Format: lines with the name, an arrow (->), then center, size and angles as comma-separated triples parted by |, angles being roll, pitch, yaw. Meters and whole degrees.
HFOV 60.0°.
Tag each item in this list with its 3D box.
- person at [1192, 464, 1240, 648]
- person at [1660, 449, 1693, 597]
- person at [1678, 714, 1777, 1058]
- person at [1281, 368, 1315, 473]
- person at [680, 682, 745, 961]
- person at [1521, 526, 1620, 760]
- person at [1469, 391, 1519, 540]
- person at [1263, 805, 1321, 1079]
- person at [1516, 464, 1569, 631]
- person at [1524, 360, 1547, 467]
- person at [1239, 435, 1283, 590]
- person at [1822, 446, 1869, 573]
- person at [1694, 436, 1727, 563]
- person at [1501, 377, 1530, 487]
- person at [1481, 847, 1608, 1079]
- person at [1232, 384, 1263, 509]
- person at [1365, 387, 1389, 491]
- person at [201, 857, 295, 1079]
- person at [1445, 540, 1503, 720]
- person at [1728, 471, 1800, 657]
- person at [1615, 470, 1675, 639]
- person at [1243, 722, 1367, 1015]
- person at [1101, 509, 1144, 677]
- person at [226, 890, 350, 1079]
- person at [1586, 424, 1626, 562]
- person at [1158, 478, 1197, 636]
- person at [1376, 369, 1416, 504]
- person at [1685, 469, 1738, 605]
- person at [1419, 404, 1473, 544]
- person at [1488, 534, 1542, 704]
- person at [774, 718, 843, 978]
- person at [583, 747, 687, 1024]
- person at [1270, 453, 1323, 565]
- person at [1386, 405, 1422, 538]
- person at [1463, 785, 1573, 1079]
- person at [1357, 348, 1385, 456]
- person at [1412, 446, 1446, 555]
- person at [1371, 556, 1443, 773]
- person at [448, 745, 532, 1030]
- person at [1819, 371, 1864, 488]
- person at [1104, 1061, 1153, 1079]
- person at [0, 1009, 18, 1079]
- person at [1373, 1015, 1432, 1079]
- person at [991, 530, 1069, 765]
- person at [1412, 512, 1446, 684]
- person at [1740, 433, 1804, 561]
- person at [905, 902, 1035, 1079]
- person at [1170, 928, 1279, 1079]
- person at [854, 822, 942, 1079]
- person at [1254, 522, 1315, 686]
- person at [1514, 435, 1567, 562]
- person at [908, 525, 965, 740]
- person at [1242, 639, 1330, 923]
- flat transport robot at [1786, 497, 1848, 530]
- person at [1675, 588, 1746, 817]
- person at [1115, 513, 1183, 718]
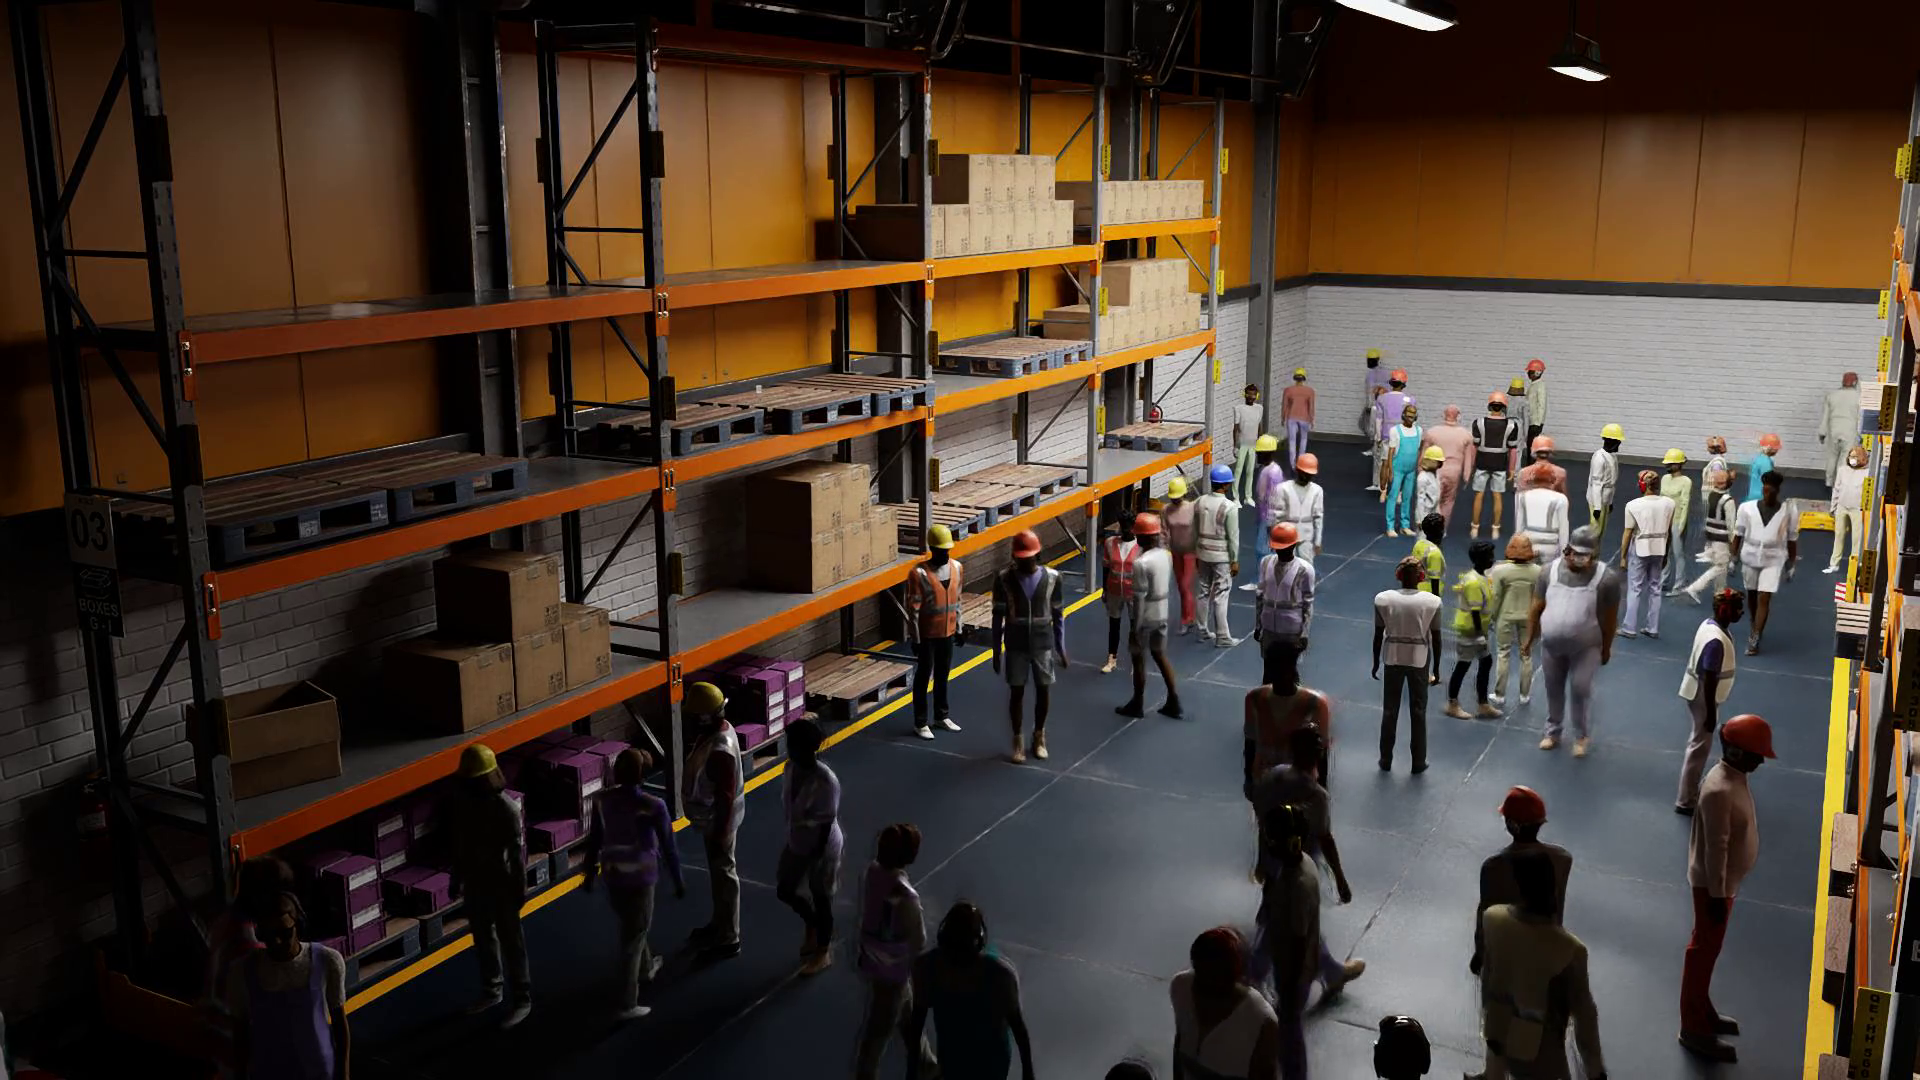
person -> 2.710, 0.166, 17.571 | 0.399, 1.949, 0.605 | -9, 16, -35
person -> 8.420, -0.209, 19.685 | 0.337, 1.762, 0.522 | -3, 13, -14
person -> 4.374, 1.946, 9.524 | 0.396, 1.985, 0.608 | 7, 14, 29
person -> 5.661, -2.027, 27.876 | 0.543, 1.726, 0.868 | 3, 13, 13
person -> -1.578, 1.780, 10.630 | 0.403, 1.824, 0.586 | -3, 13, -12
person -> 5.212, 0.855, 14.281 | 0.711, 2.000, 0.641 | 9, 16, 36
person -> 7.251, -1.011, 22.666 | 0.619, 2.028, 0.409 | 4, 13, 16
person -> 1.676, 2.232, 8.534 | 0.334, 1.860, 0.509 | 2, 13, 8
person -> 6.312, 0.100, 18.055 | 0.440, 1.866, 0.626 | -11, 17, -41
person -> 9.210, -1.904, 26.757 | 0.393, 1.986, 0.611 | 1, 13, 4
person -> 3.691, -0.308, 19.777 | 0.596, 1.914, 0.600 | 0, 13, 2
person -> 11.039, -0.354, 20.611 | 0.279, 1.634, 0.498 | -9, 15, -35
person -> 9.668, -0.523, 21.356 | 0.309, 1.640, 0.512 | 6, 14, 24
person -> 8.807, -1.716, 26.462 | 0.493, 1.743, 0.310 | 9, 15, 35
person -> 2.719, 2.373, 7.838 | 0.494, 1.881, 0.640 | -4, 13, -19
person -> 4.298, -1.404, 24.800 | 0.520, 1.864, 0.333 | -5, 14, -21
person -> 6.592, -1.591, 26.132 | 0.515, 1.641, 0.314 | -12, 17, -43
person -> -3.374, 2.389, 7.961 | 0.480, 1.810, 0.664 | -5, 13, -21
person -> 4.720, 0.832, 15.191 | 0.500, 1.680, 0.610 | 7, 14, 29
person -> 8.463, 0.201, 17.506 | 0.646, 1.924, 0.967 | 9, 15, 35
person -> 7.351, 0.169, 17.821 | 0.559, 1.836, 0.394 | -2, 13, -9
person -> 2.072, 1.958, 9.905 | 0.963, 1.782, 0.540 | -4, 13, -19
person -> 1.650, 0.521, 16.550 | 0.533, 1.698, 0.318 | 5, 13, 21
person -> -3.023, 2.456, 7.557 | 0.506, 1.846, 0.344 | -5, 13, -20
person -> 7.982, -0.495, 20.618 | 0.403, 1.919, 0.581 | 8, 15, 33
person -> 2.392, 0.170, 18.042 | 0.545, 1.714, 0.675 | 10, 16, 37
person -> 6.568, -1.562, 25.096 | 0.607, 2.044, 0.371 | 7, 14, 29
person -> 8.726, -0.021, 19.175 | 0.623, 1.620, 0.532 | 0, 13, 0
person -> 6.557, -0.893, 22.469 | 0.673, 1.882, 0.801 | 2, 13, 11
person -> 5.234, 0.748, 15.670 | 0.507, 1.636, 0.273 | 1, 13, 4
person -> -0.942, 1.915, 10.352 | 0.533, 1.679, 0.380 | 12, 17, 43
person -> -1.942, 2.027, 10.024 | 0.608, 1.594, 0.824 | 5, 14, 21
person -> 3.741, -0.015, 18.453 | 0.565, 1.921, 0.434 | -2, 13, -7
person -> 6.096, -0.946, 22.805 | 0.507, 1.838, 0.351 | -4, 13, -17
person -> 3.017, 2.171, 9.031 | 0.563, 1.755, 0.320 | -5, 13, -21
person -> 7.220, -2.403, 29.154 | 0.424, 1.908, 0.627 | 8, 15, 32
person -> 5.646, -0.274, 20.033 | 0.332, 1.736, 0.492 | 8, 15, 33
person -> 3.720, 1.046, 13.881 | 0.563, 1.839, 0.389 | 4, 13, 19
person -> -2.778, 2.017, 9.776 | 0.495, 1.738, 0.352 | 7, 14, 27
person -> 13.851, -1.696, 26.105 | 0.572, 1.924, 0.669 | -11, 17, -42
person -> 0.617, 2.763, 6.081 | 0.612, 1.890, 0.637 | 5, 14, 23
person -> -4.208, 2.586, 7.014 | 0.429, 1.831, 0.637 | 3, 13, 13
person -> 1.692, 2.709, 6.445 | 0.503, 1.839, 0.349 | -1, 13, -4
person -> 0.590, 0.906, 14.085 | 0.665, 2.036, 0.412 | 0, 13, -2
person -> 4.598, 0.561, 16.372 | 0.318, 1.695, 0.539 | -1, 13, -4
person -> 10.321, -0.531, 21.312 | 0.958, 1.683, 0.548 | 7, 14, 27
person -> 0.027, 2.452, 7.766 | 0.579, 1.780, 1.037 | 5, 14, 22
person -> 1.212, 2.512, 7.428 | 0.877, 1.802, 0.615 | -11, 17, -41
person -> -0.275, 2.275, 8.886 | 0.789, 1.601, 0.540 | -6, 14, -24
person -> 2.875, 0.776, 14.885 | 0.543, 1.931, 0.371 | 9, 16, 36
person -> 6.789, -0.251, 19.432 | 0.632, 1.959, 0.970 | 0, 13, -2
person -> -0.193, 0.801, 14.778 | 0.589, 1.927, 0.388 | -10, 16, -39
person -> 2.225, 1.577, 11.263 | 0.635, 1.944, 0.713 | 7, 14, 27
flat transport robot -> 12.265, -0.385, 23.831 | 0.652, 0.197, 1.431 | 5, 13, 20
person -> 5.817, 1.256, 12.958 | 0.397, 1.835, 0.565 | 6, 14, 24
person -> 1.746, 0.706, 15.237 | 0.495, 1.941, 0.559 | 10, 16, 39
